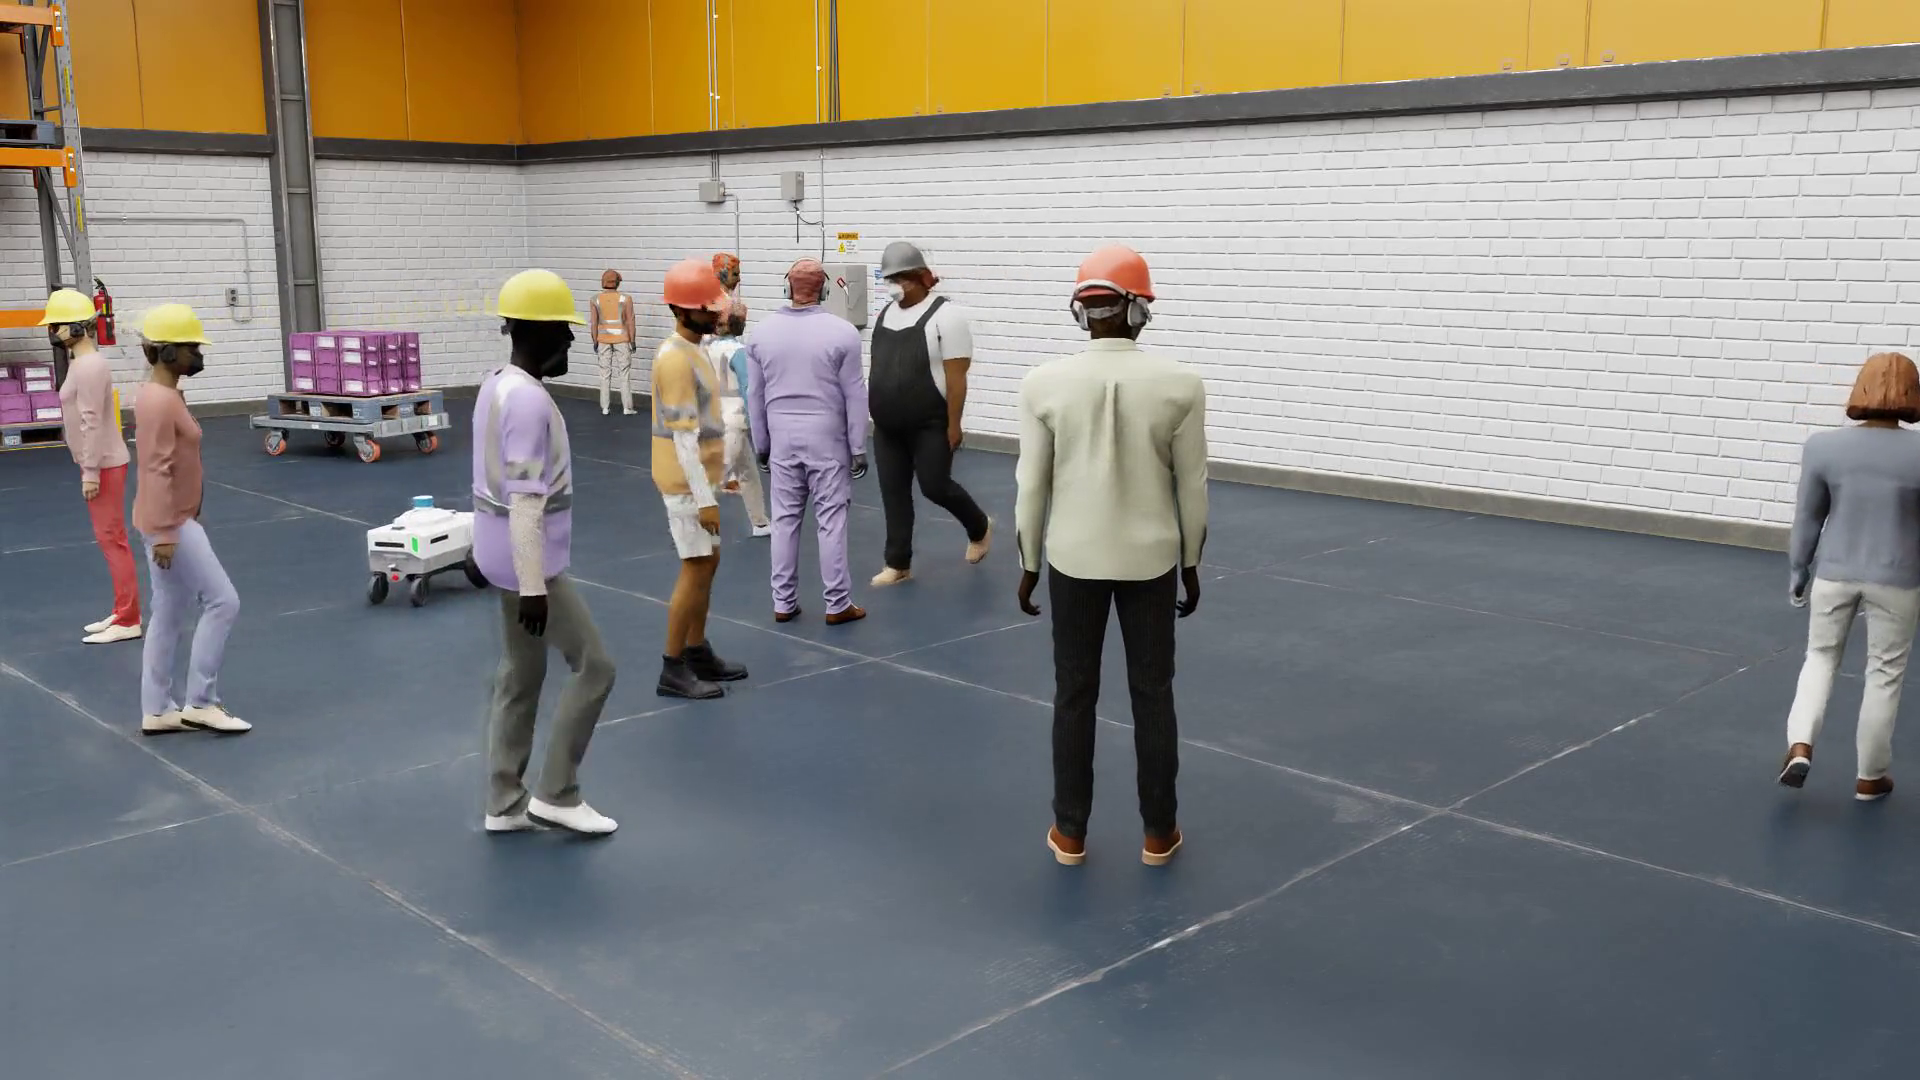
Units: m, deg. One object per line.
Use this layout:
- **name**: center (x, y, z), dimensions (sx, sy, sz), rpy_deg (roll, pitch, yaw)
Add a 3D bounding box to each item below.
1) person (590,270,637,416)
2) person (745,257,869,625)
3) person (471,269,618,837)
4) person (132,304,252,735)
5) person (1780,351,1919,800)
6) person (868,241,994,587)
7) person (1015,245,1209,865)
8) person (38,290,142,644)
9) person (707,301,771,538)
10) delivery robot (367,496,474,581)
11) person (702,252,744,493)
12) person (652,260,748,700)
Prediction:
- **person**: center (-3.885, -2.206, 18.667), dimensions (0.514, 1.640, 0.310), rpy_deg (1, 10, 5)
- **person**: center (-0.771, -0.507, 8.664), dimensions (0.651, 1.910, 0.409), rpy_deg (3, 11, 16)
- **person**: center (-1.366, 0.066, 5.539), dimensions (0.580, 1.907, 0.627), rpy_deg (-4, 11, -22)
- **person**: center (-3.096, -0.068, 6.693), dimensions (0.557, 1.743, 0.560), rpy_deg (-4, 11, -22)
- **person**: center (3.211, 0.147, 5.876), dimensions (0.520, 1.626, 0.496), rpy_deg (9, 14, 42)
- **person**: center (-0.212, -0.775, 9.769), dimensions (0.697, 2.000, 0.792), rpy_deg (8, 13, 36)
- **person**: center (0.485, 0.064, 5.336), dimensions (0.610, 1.989, 0.392), rpy_deg (1, 10, 6)
- **person**: center (-4.332, -0.362, 8.297), dimensions (0.348, 1.756, 0.518), rpy_deg (-6, 12, -30)
- **person**: center (-1.534, -0.763, 10.892), dimensions (0.837, 1.602, 0.510), rpy_deg (-5, 12, -26)
- **delivery robot**: center (-3.012, -0.006, 9.373), dimensions (0.477, 0.478, 0.707), rpy_deg (3, 11, 15)
- **person**: center (-1.861, -1.314, 13.129), dimensions (0.354, 1.887, 0.573), rpy_deg (-4, 11, -22)
- **person**: center (-1.171, -0.254, 7.309), dimensions (0.426, 1.900, 0.591), rpy_deg (-1, 10, -3)
